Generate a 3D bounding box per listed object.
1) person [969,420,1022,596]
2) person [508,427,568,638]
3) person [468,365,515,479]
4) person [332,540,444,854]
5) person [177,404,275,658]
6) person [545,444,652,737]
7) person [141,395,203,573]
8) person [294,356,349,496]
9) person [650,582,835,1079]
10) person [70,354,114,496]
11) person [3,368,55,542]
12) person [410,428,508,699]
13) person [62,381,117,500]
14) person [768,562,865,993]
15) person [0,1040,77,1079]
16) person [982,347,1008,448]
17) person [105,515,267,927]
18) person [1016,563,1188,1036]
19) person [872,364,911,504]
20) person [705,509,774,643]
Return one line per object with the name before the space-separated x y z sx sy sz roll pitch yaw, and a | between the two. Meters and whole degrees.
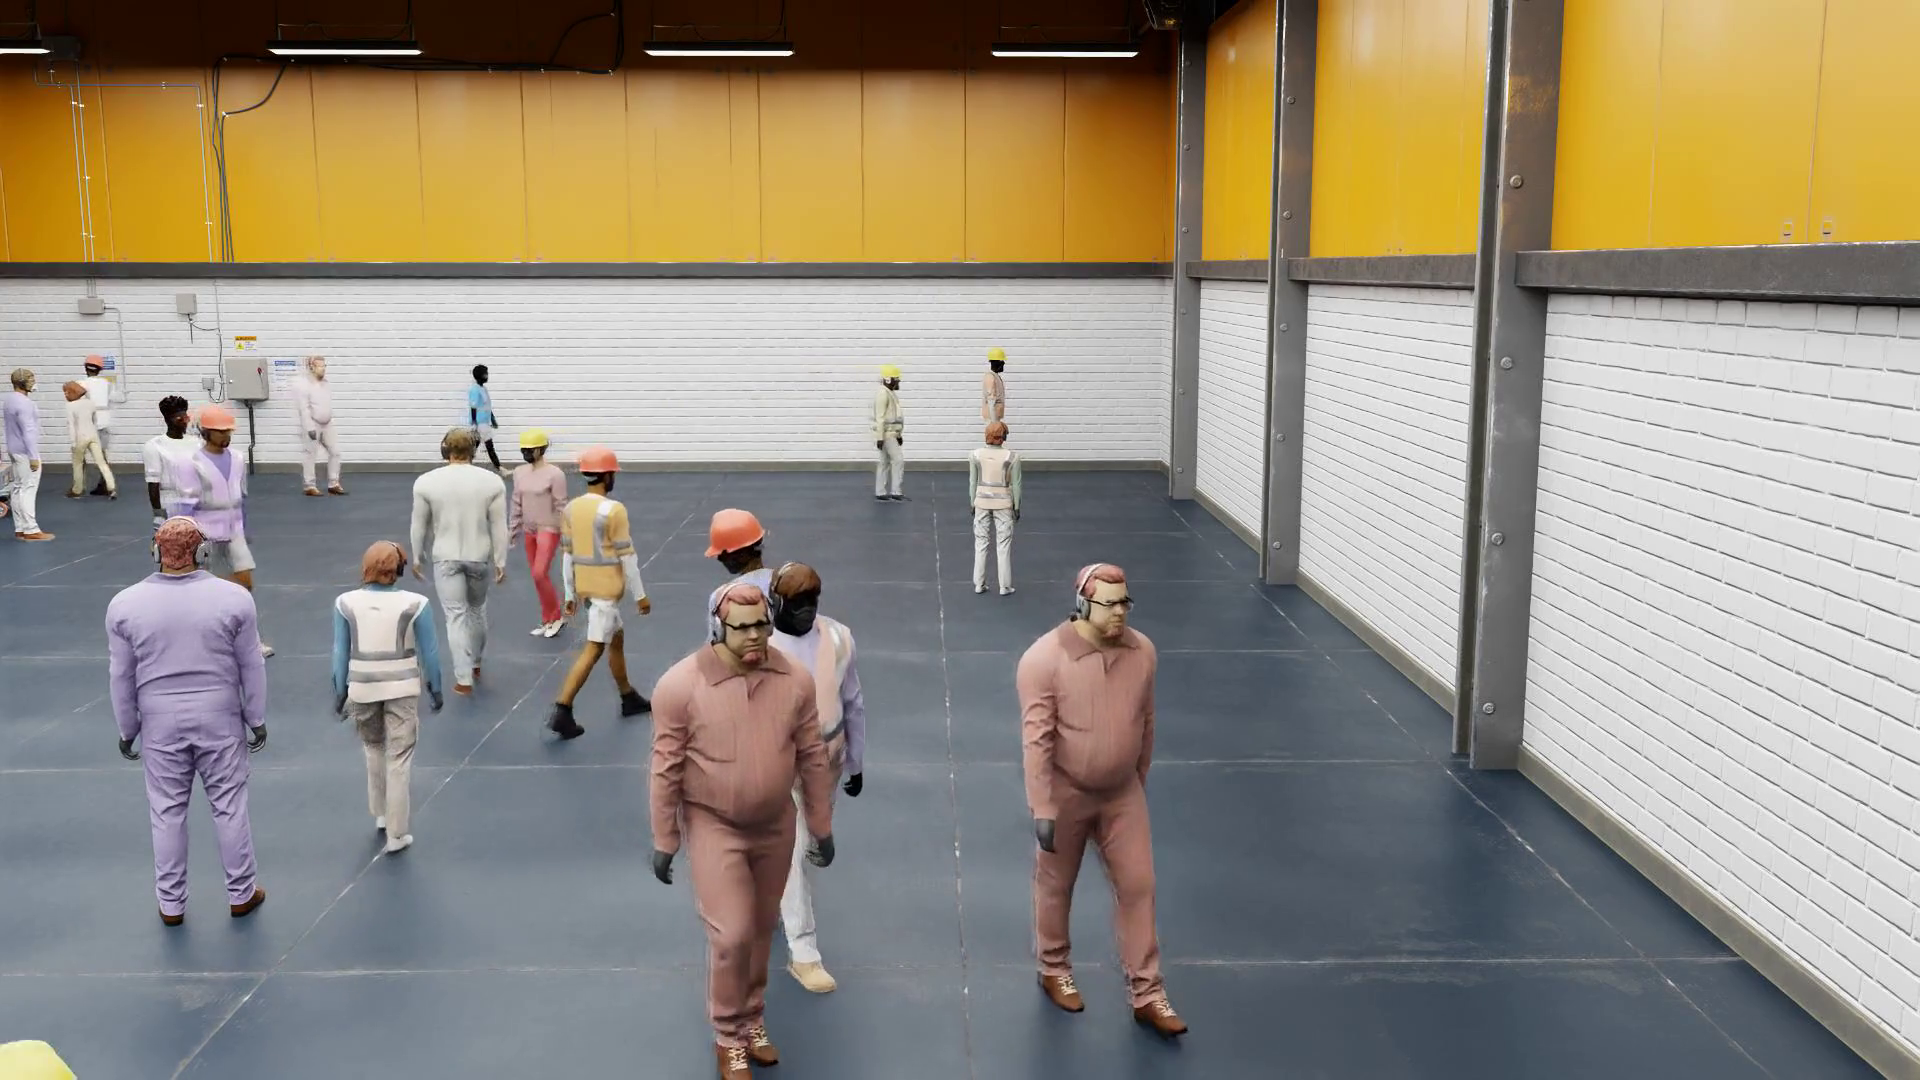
person | 0.324 -0.295 15.495 0.509 1.629 0.314 3 10 16
person | -3.457 -0.057 13.685 0.530 1.747 0.443 6 11 34
person | -6.798 -1.686 23.908 0.845 1.649 0.550 -1 9 -4
person | -3.000 0.804 8.791 0.544 1.613 0.679 0 9 -3
person | -5.860 -0.075 13.047 0.986 2.005 0.652 5 10 27
person | -2.396 0.319 10.946 0.546 1.896 0.992 8 12 42
person | -6.671 -0.258 14.235 0.368 1.966 0.603 3 10 18
person | -8.497 -1.502 22.134 0.668 1.885 0.641 4 10 22
person | -0.764 1.093 6.175 0.684 1.885 0.629 -6 11 -33
person | -11.665 -1.544 22.379 0.687 1.881 0.576 6 11 33
person | -10.421 -0.947 18.543 0.362 1.938 0.631 -9 13 -43
person | -3.615 0.142 11.991 0.649 1.901 0.948 -5 10 -27
person | -11.458 -1.302 21.830 0.887 1.583 0.545 4 10 24
person | -0.749 0.963 7.276 0.630 1.811 0.898 -5 11 -30
person | -1.442 1.698 2.757 0.792 1.792 0.626 -8 12 -41
person | 0.500 -1.763 23.581 0.368 1.926 0.594 1 9 5
person | -3.563 0.833 7.727 0.654 1.906 0.408 -3 10 -20
person | 0.562 1.033 6.590 0.658 1.874 0.856 -4 10 -23
person | -0.824 -1.364 21.469 0.640 1.810 0.627 1 9 7
person | -1.017 0.776 8.118 0.593 1.893 0.689 -8 12 -40
